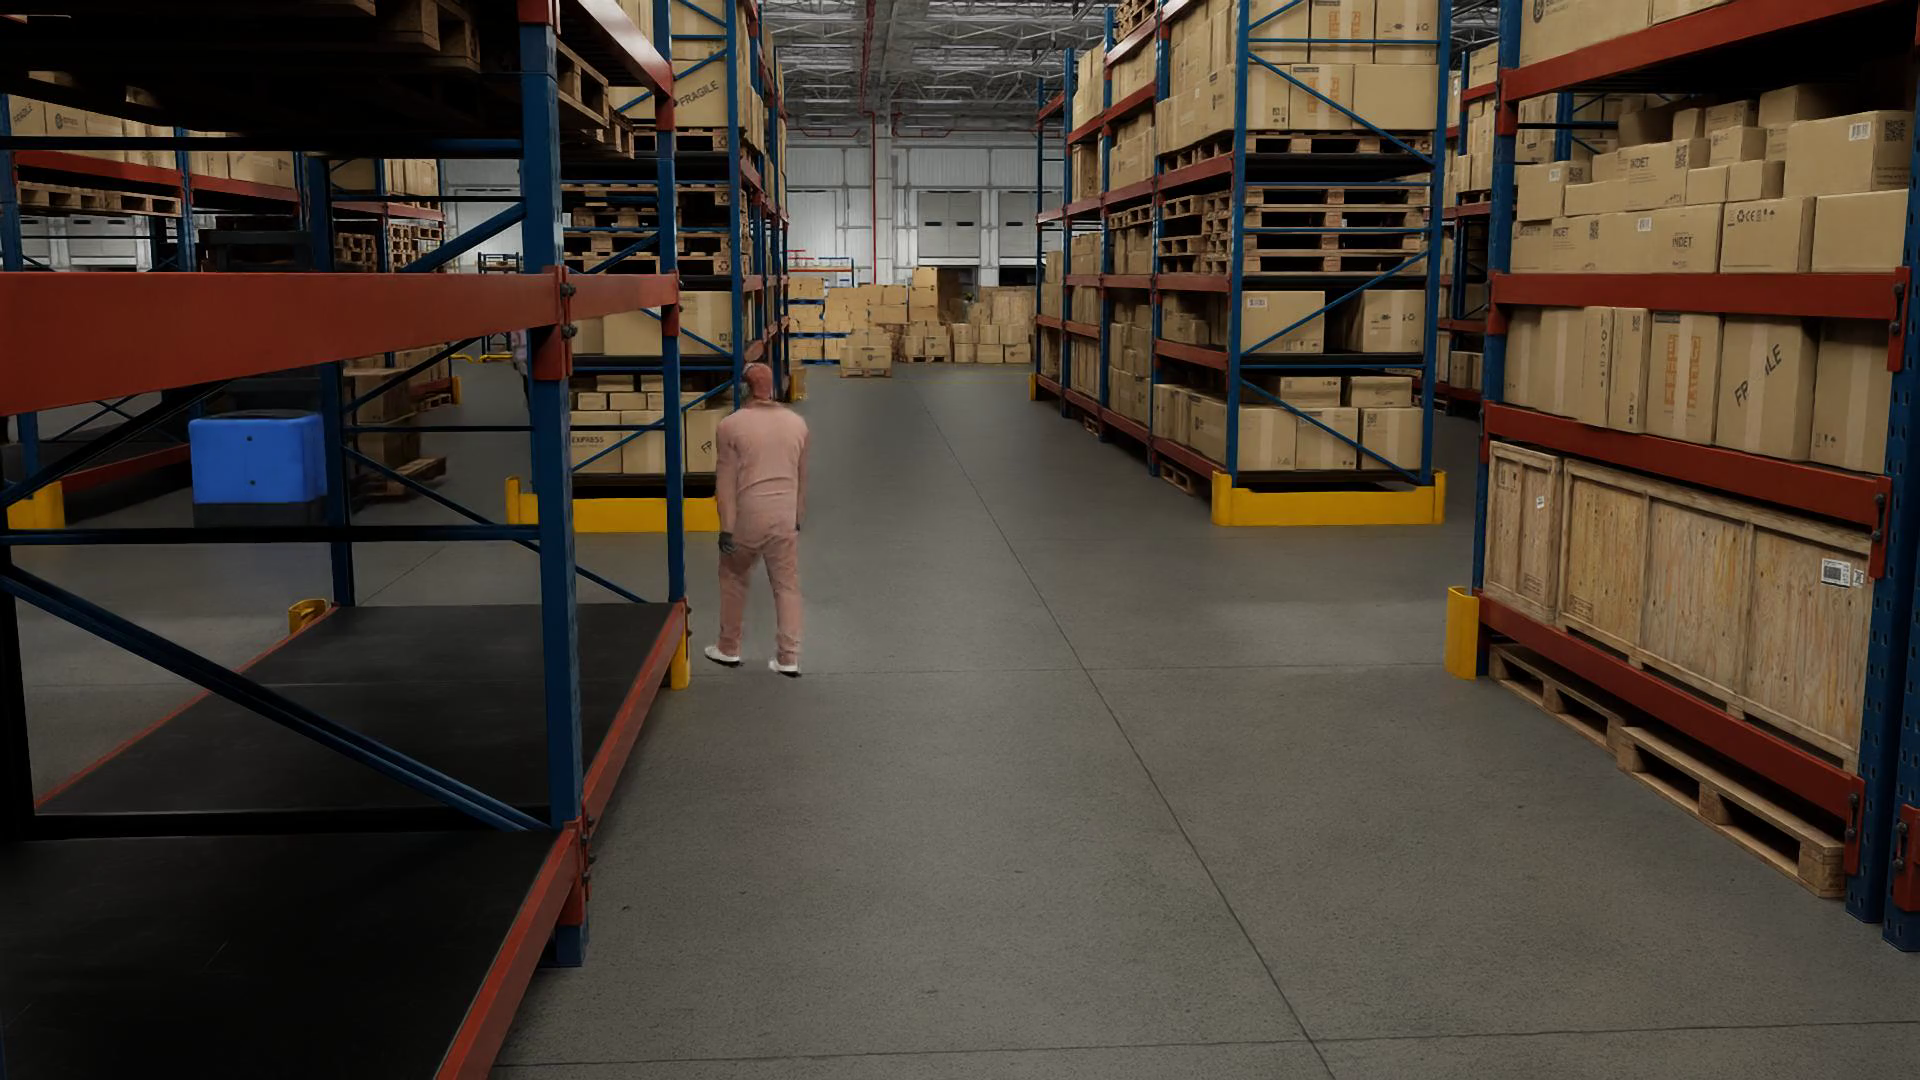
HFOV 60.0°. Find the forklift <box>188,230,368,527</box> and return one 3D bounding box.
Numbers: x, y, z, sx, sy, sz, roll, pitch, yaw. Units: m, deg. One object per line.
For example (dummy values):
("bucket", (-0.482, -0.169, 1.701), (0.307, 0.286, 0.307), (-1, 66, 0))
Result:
("forklift", (-6.608, -1.574, 16.012), (1.129, 2.768, 1.873), (-1, 9, -4))

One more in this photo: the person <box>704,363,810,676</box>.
("person", (-1.254, -0.135, 10.124), (0.675, 1.870, 0.860), (-7, 11, -36))

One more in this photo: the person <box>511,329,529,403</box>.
("person", (-7.615, -3.210, 29.313), (0.565, 1.911, 0.401), (-4, 10, -23))

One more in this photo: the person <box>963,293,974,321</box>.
("person", (0.347, -9.053, 66.660), (0.495, 1.700, 0.909), (-6, 11, -35))

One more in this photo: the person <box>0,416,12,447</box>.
("person", (-12.964, -1.989, 22.448), (0.532, 1.656, 0.872), (-1, 9, -4))
